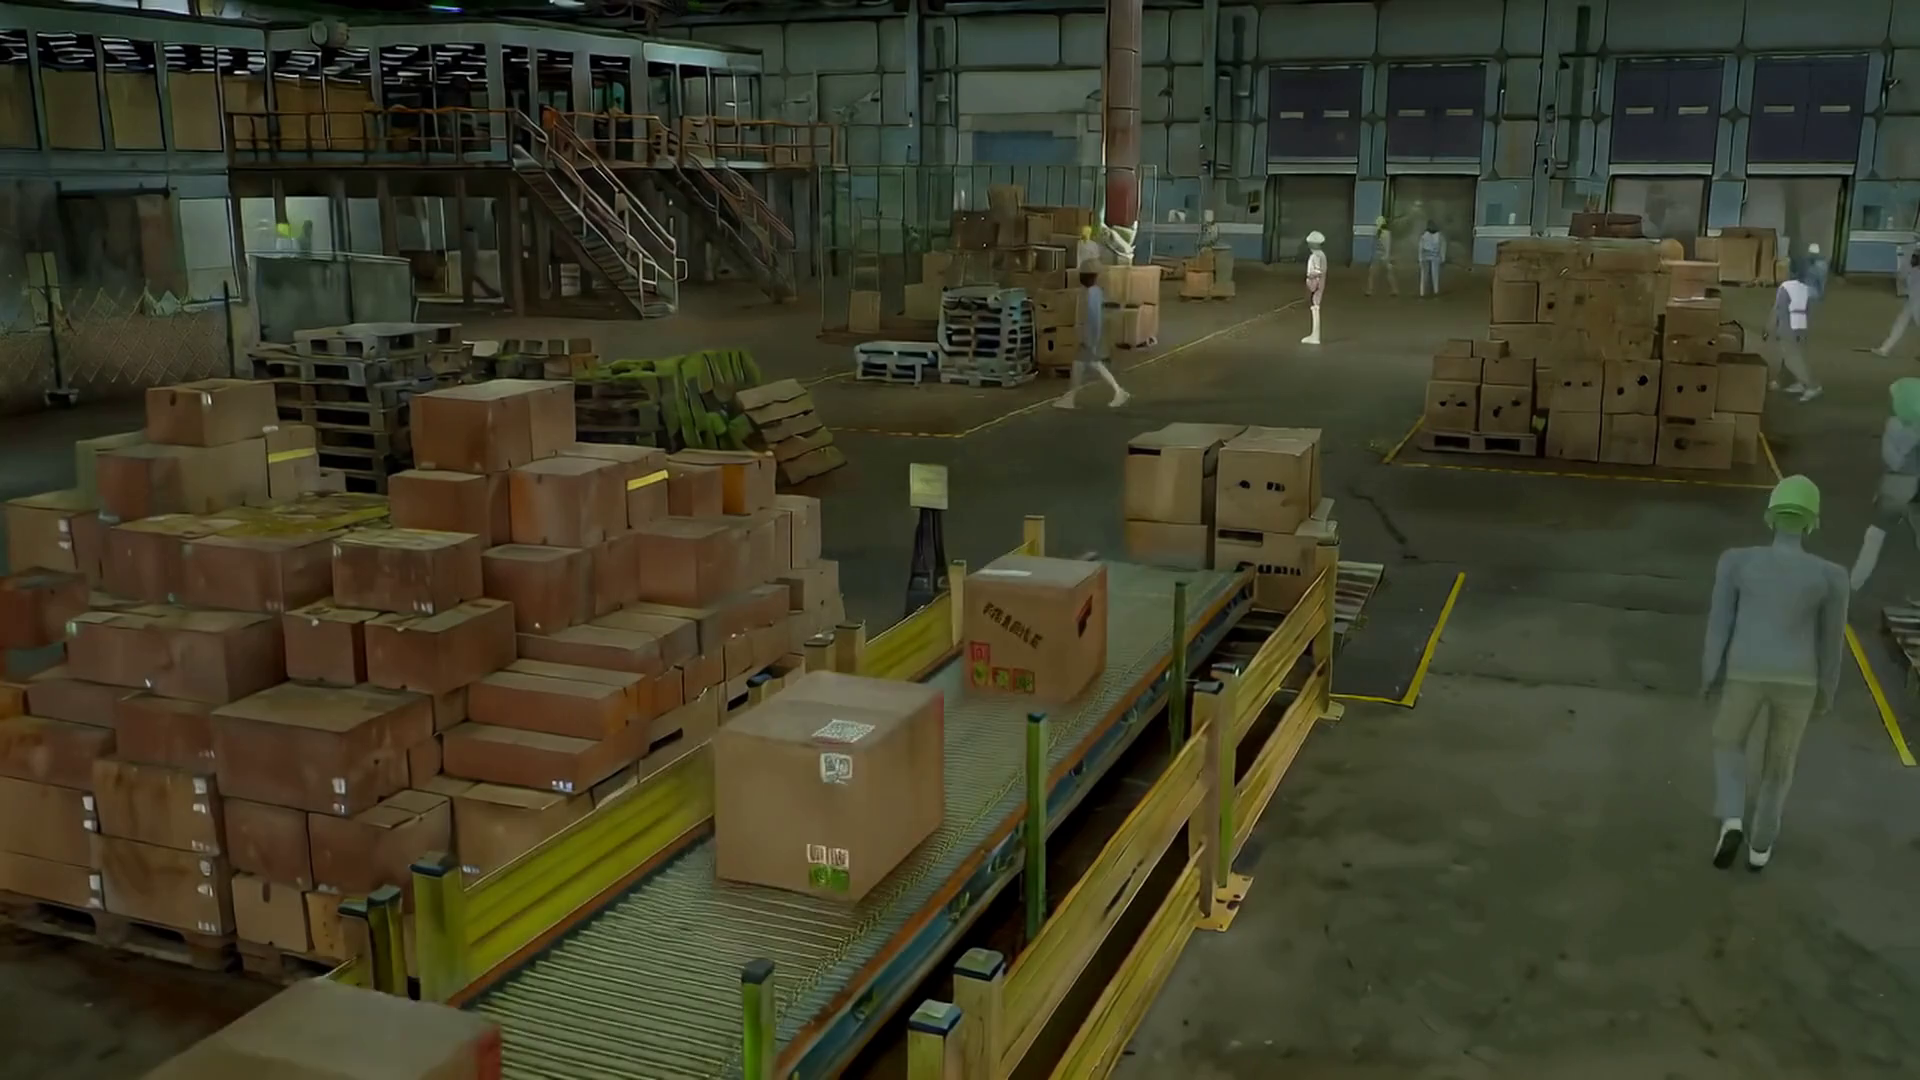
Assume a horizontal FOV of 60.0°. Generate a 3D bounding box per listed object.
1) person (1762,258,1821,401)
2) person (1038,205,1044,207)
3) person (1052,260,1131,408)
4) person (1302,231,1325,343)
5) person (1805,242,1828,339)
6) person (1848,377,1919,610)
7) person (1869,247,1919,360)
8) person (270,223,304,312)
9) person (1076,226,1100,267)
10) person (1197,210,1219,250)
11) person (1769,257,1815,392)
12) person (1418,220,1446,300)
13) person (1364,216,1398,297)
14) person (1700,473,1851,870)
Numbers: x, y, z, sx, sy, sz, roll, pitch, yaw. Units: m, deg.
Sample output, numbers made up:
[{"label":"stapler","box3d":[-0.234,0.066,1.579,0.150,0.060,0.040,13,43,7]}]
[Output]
[{"label":"person","box3d":[11.010,-2.788,21.977,0.645,1.861,0.911,-12,17,-42]},{"label":"person","box3d":[2.487,-9.708,52.957,0.832,1.900,0.597,4,13,16]},{"label":"person","box3d":[1.710,-2.601,21.111,0.990,1.903,0.555,2,13,7]},{"label":"person","box3d":[6.212,-4.421,29.141,0.351,1.942,0.545,3,13,11]},{"label":"person","box3d":[15.222,-4.460,29.777,0.500,1.728,0.380,7,14,29]},{"label":"person","box3d":[6.406,-0.299,11.318,0.903,1.634,0.563,-2,13,-11]},{"label":"person","box3d":[15.218,-3.780,26.608,0.528,1.787,0.979,-11,16,-40]},{"label":"person","box3d":[-14.369,-5.816,35.543,0.598,1.879,0.529,-3,13,-15]},{"label":"person","box3d":[2.373,-5.173,32.584,0.840,1.909,0.655,-9,16,-36]},{"label":"person","box3d":[7.448,-8.905,49.568,0.651,1.797,0.904,-6,14,-23]},{"label":"person","box3d":[11.356,-2.943,22.741,0.510,1.843,0.519,-1,13,-5]},{"label":"person","box3d":[11.000,-6.529,38.837,0.622,1.839,0.429,5,14,22]},{"label":"person","box3d":[10.103,-6.774,39.752,0.855,1.920,0.618,-6,14,-25]},{"label":"person","box3d":[3.438,0.592,7.063,0.544,1.751,0.485,7,14,28]}]
